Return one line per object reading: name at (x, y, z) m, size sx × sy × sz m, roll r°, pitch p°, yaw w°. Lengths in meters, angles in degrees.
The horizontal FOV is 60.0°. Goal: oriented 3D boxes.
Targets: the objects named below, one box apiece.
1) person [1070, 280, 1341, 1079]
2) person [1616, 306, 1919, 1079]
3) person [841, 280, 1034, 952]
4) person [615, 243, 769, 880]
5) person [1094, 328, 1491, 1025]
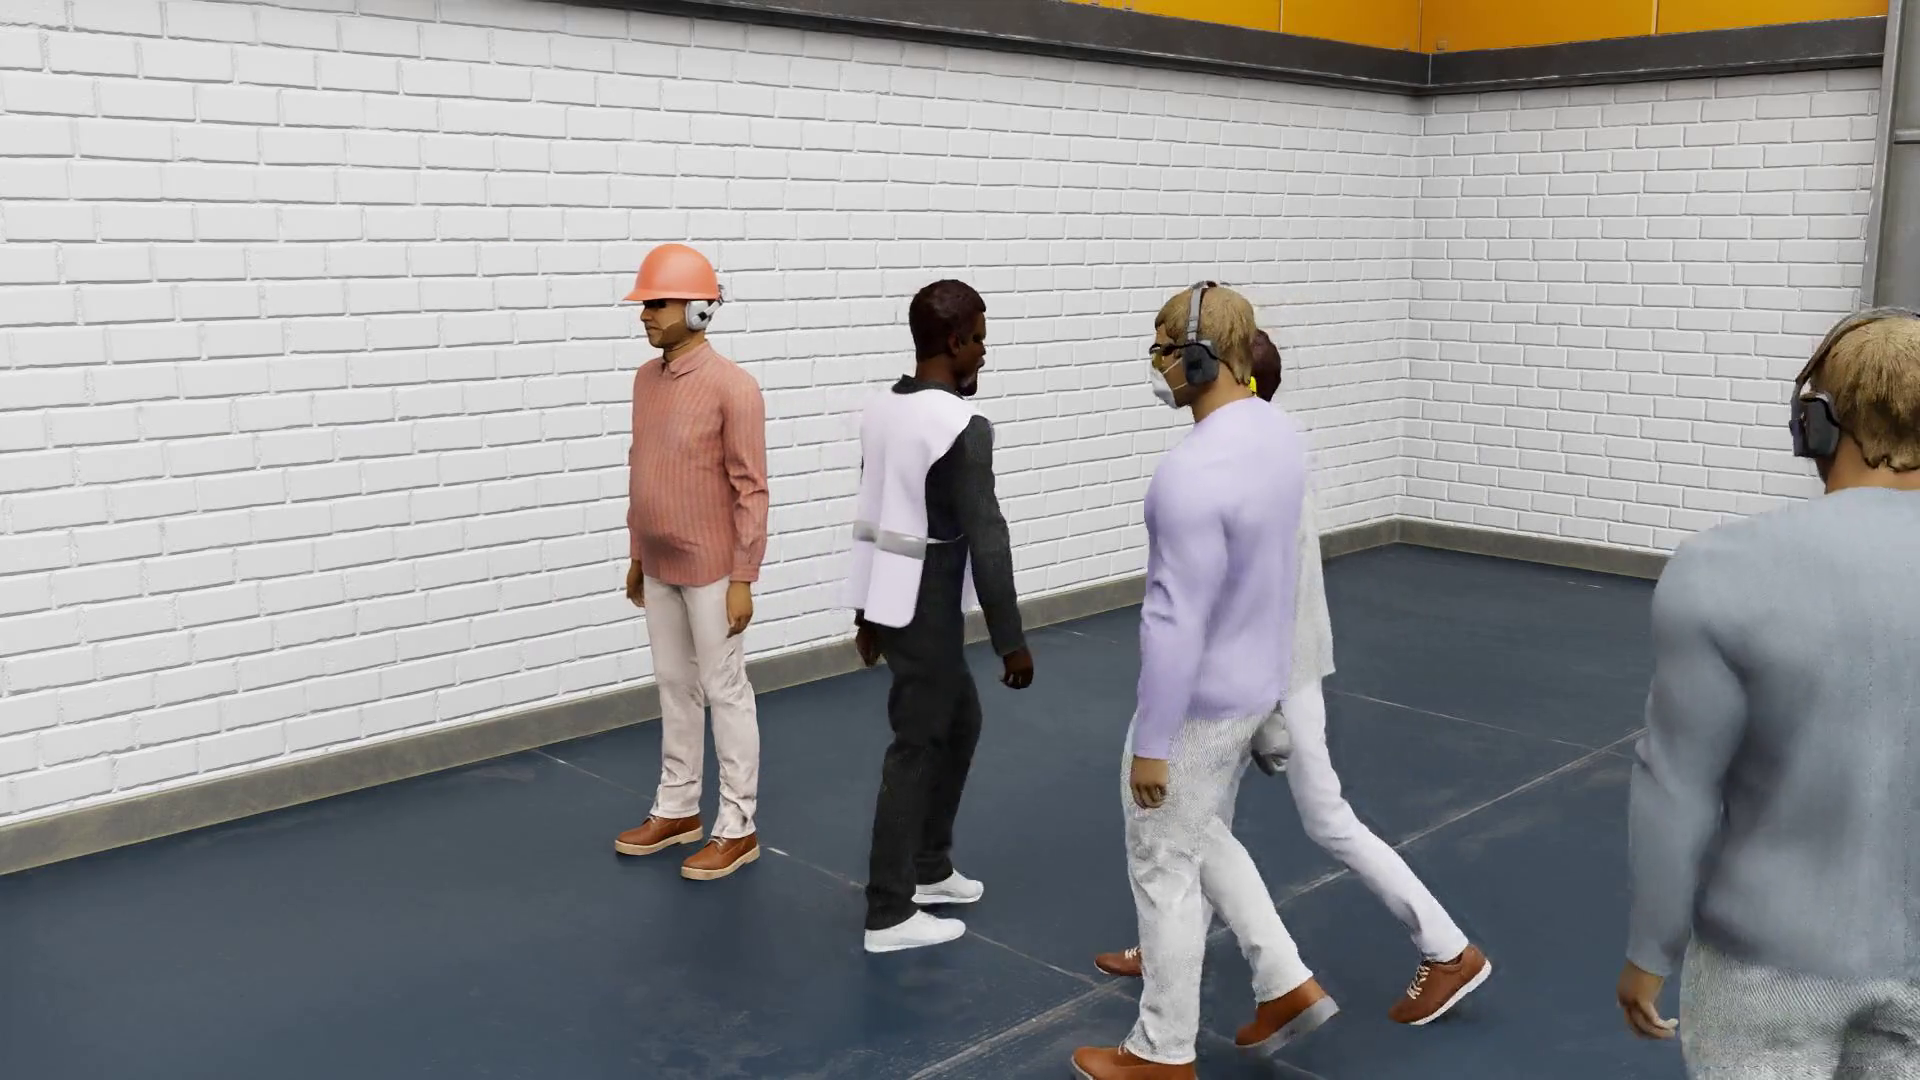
person at (0.560, 0.371, 3.824) m, size 0.501 × 1.922 × 0.651 m, roll 5°, pitch 12°, yaw 27°
person at (1.326, 0.629, 2.452) m, size 0.641 × 1.926 × 0.561 m, roll 0°, pitch 10°, yaw 1°
person at (-0.032, 0.222, 4.730) m, size 0.647 × 1.895 × 0.589 m, roll -5°, pitch 11°, yaw -24°
person at (-0.860, 0.072, 5.271) m, size 0.609 × 1.996 × 0.383 m, roll 10°, pitch 14°, yaw 43°
person at (0.893, 0.351, 4.288) m, size 1.006 × 1.818 × 0.538 m, roll 2°, pitch 11°, yaw 10°
